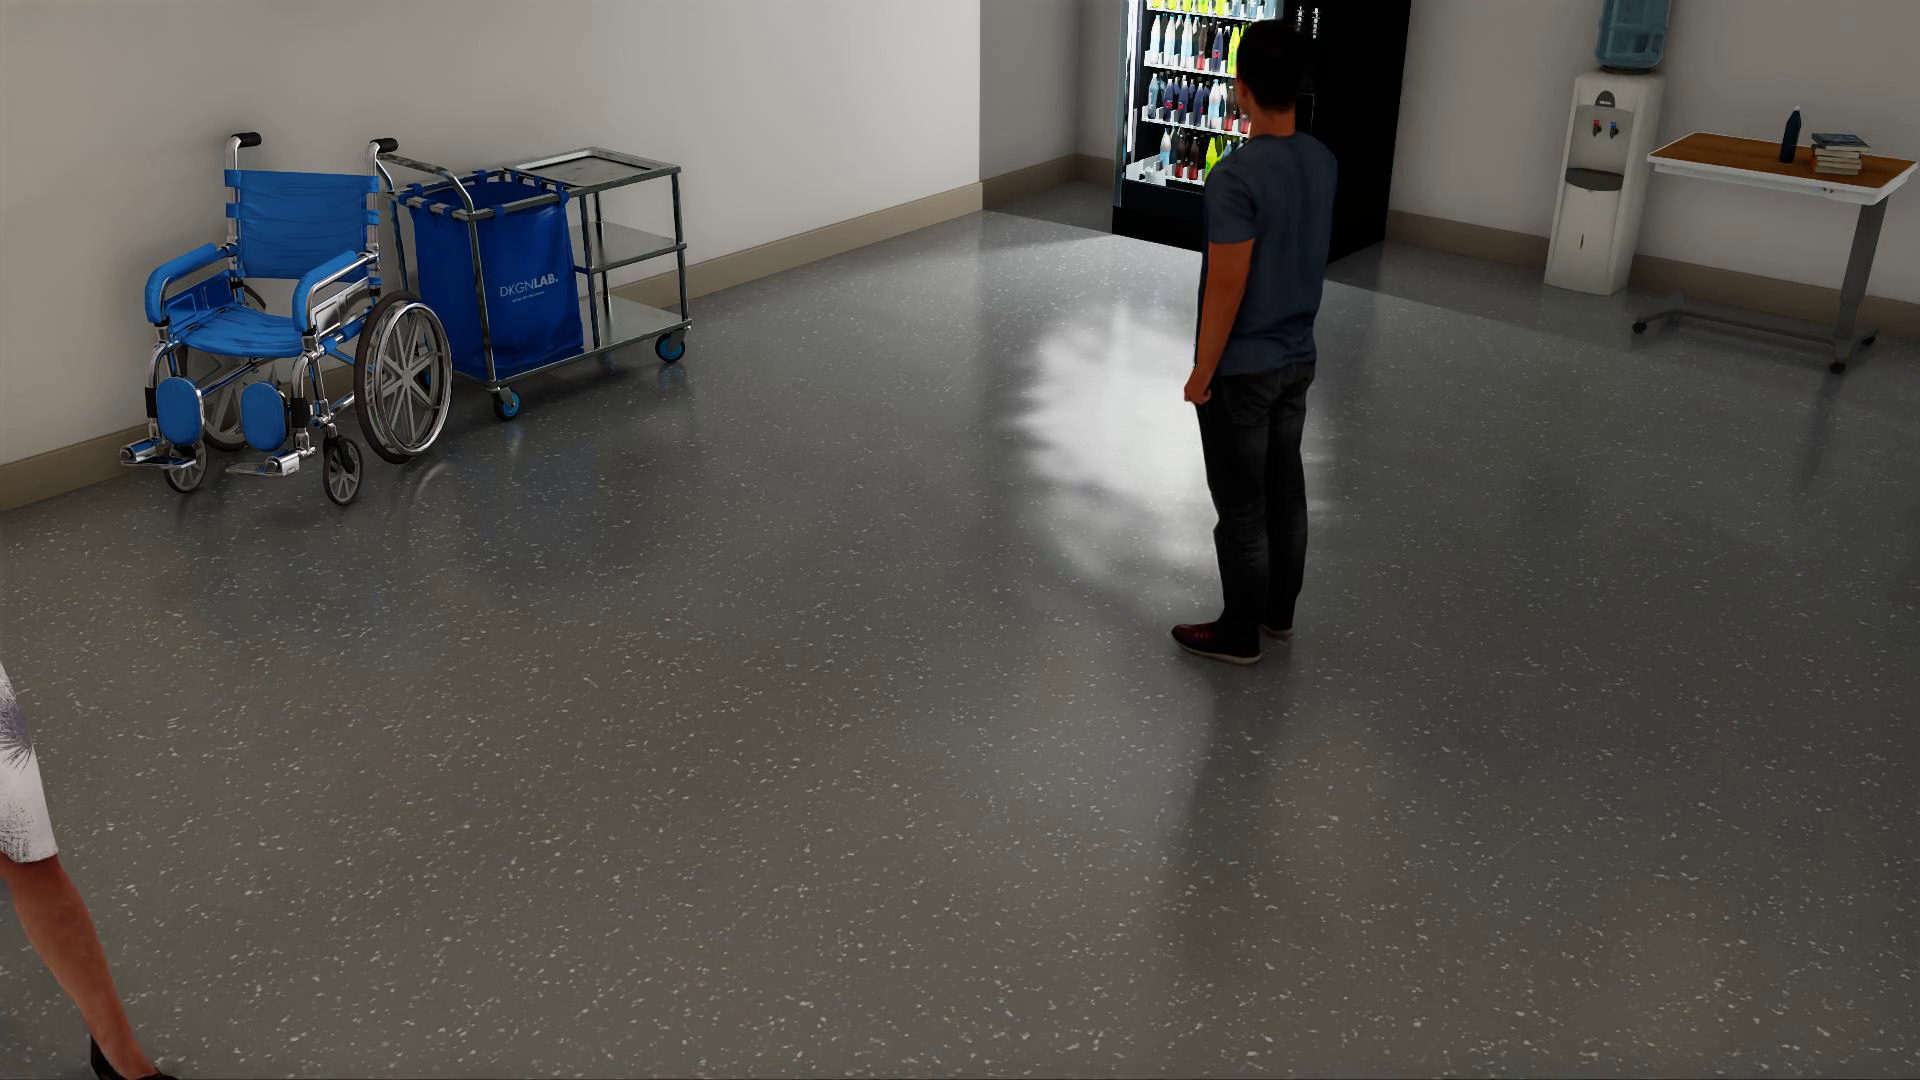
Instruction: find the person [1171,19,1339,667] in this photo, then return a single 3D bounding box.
[{"bbox_3d":[0.837,-0.511,4.635,0.660,1.809,0.562,-23,34,-39],"label":"person"}]
